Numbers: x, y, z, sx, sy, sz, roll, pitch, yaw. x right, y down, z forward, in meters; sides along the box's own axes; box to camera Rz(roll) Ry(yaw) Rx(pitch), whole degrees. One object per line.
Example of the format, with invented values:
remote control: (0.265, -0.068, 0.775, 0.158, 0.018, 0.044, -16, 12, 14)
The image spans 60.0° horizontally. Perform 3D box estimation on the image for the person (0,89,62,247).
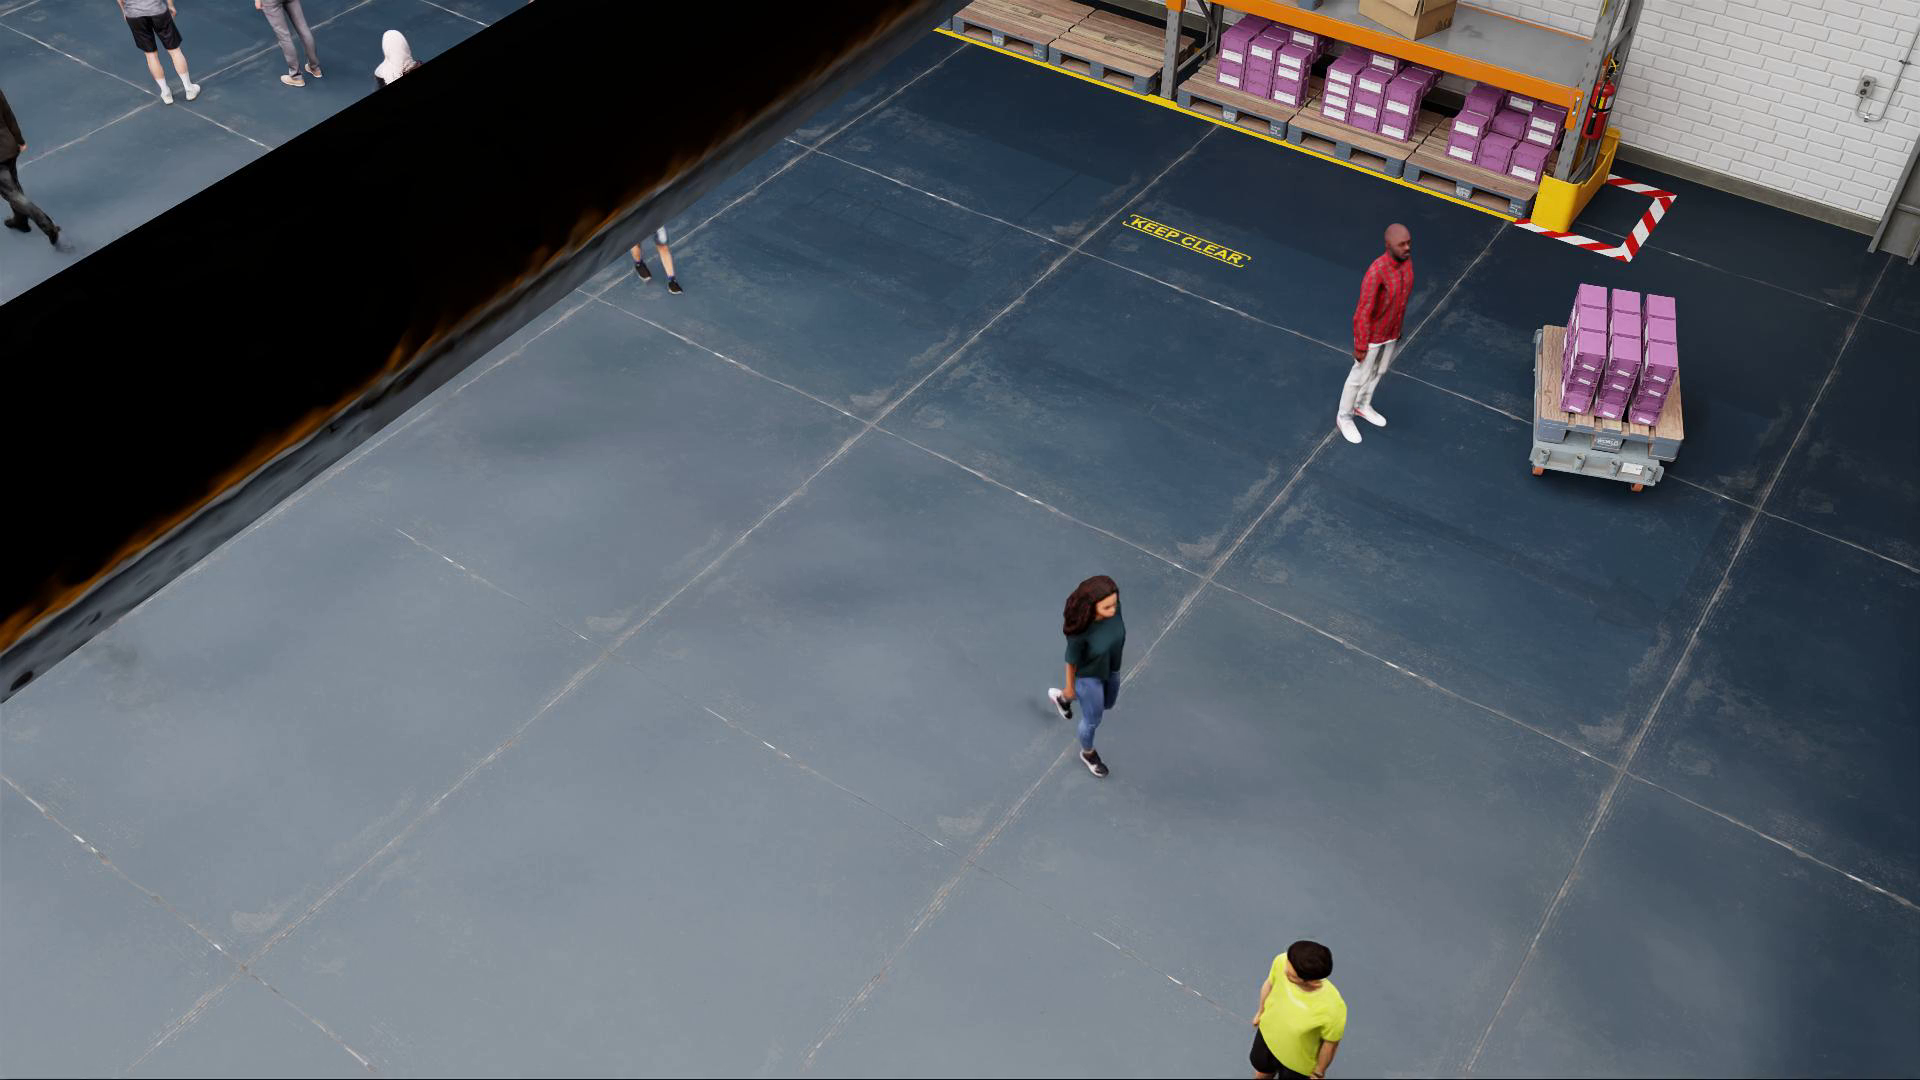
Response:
person: (-8.266, -3.347, 14.346, 1.111, 1.781, 0.799, 18, 47, 18)

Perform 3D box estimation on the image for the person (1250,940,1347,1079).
person: (1.665, 2.475, 8.289, 0.750, 1.706, 0.599, -26, 49, -24)

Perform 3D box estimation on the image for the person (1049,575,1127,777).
person: (0.767, 0.758, 10.166, 0.682, 1.603, 0.878, -33, 53, -30)

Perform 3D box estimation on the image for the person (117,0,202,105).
person: (-7.911, -5.147, 16.169, 0.738, 1.873, 0.770, -12, 45, -12)

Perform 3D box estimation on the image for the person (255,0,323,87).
person: (-6.751, -5.450, 16.436, 0.576, 1.942, 0.666, 30, 51, 27)

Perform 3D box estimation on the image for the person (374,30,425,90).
person: (-4.875, -3.748, 14.882, 0.796, 1.622, 0.853, -10, 45, -11)

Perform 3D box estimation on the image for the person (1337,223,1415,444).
person: (3.133, -1.589, 12.473, 0.725, 1.819, 0.656, -30, 51, -28)
